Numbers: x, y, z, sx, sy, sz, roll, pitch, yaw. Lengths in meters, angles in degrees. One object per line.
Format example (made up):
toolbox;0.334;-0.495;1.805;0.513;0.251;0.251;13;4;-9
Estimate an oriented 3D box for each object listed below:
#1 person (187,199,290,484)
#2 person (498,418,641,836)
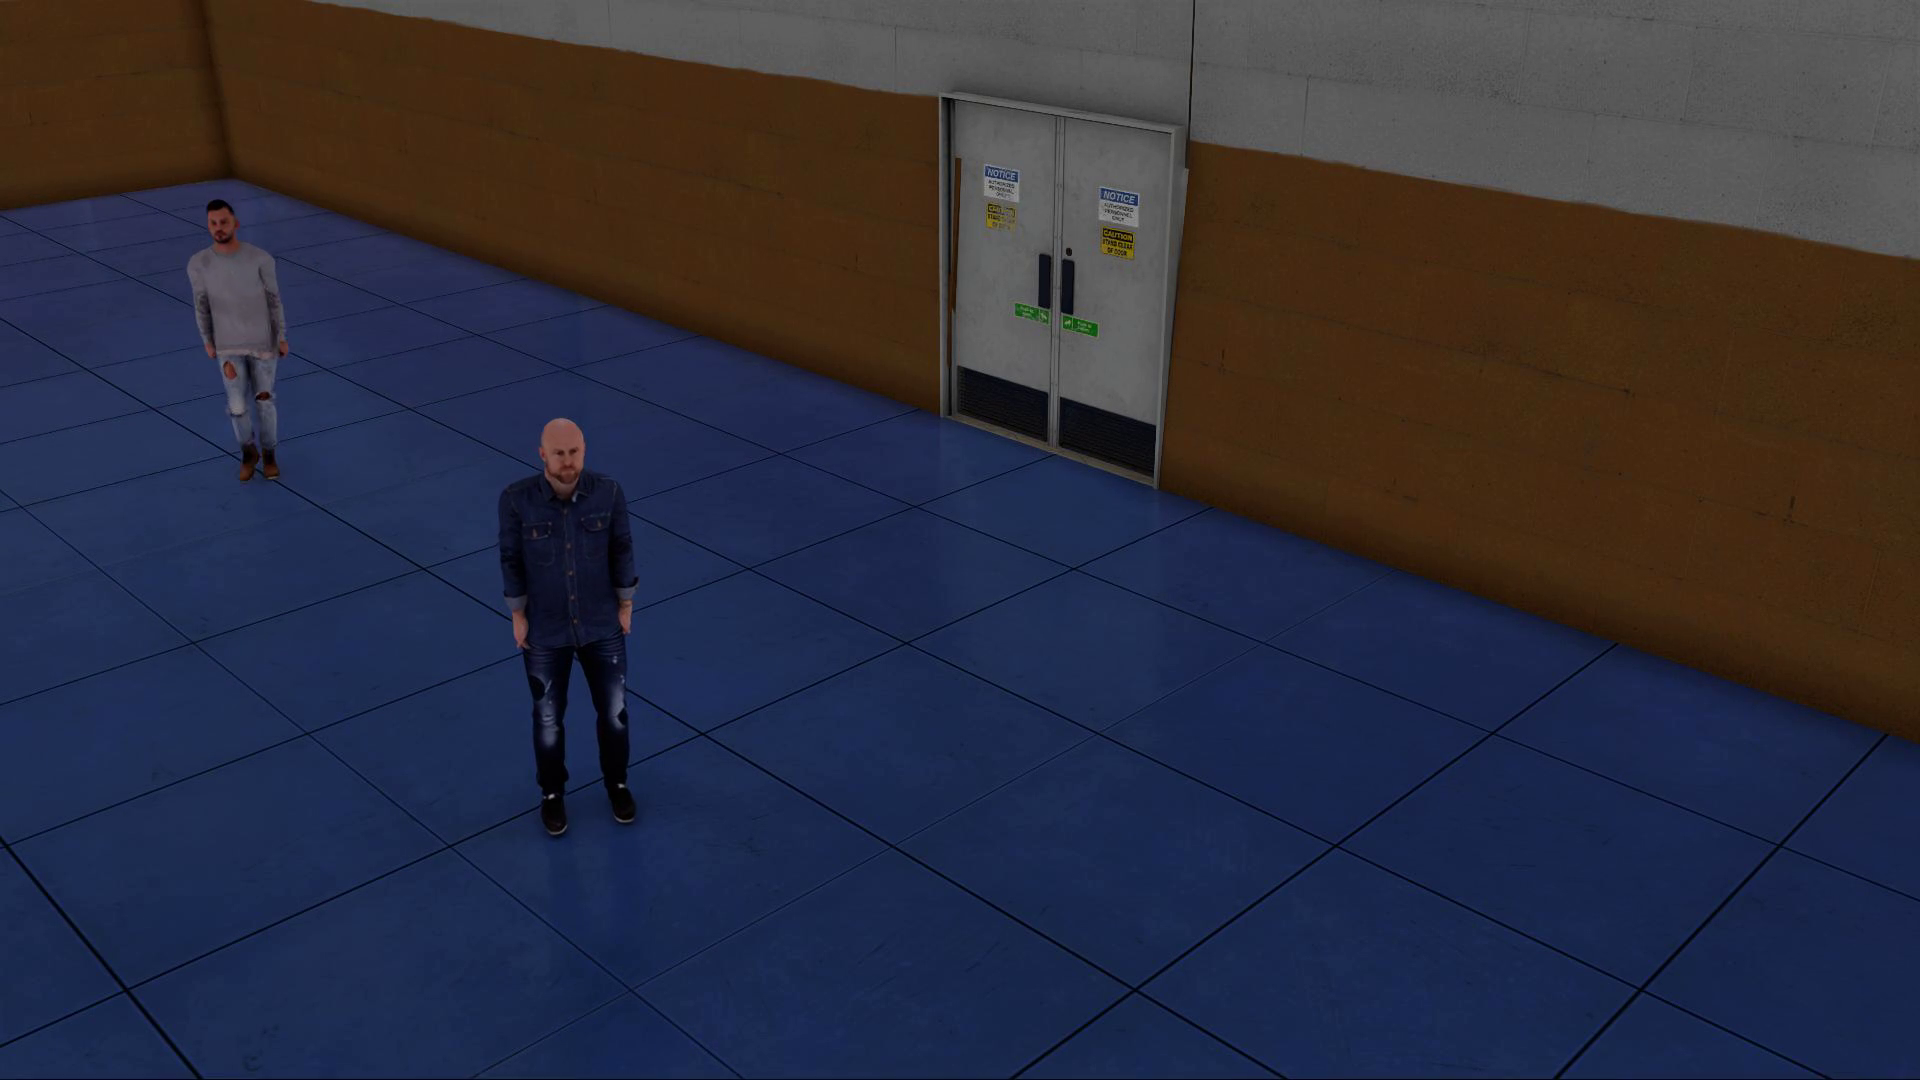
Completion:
person;-4.593;-1.296;10.707;0.691;1.829;0.828;-9;25;-20
person;-1.616;0.356;6.938;0.709;1.824;0.861;-8;25;-18
